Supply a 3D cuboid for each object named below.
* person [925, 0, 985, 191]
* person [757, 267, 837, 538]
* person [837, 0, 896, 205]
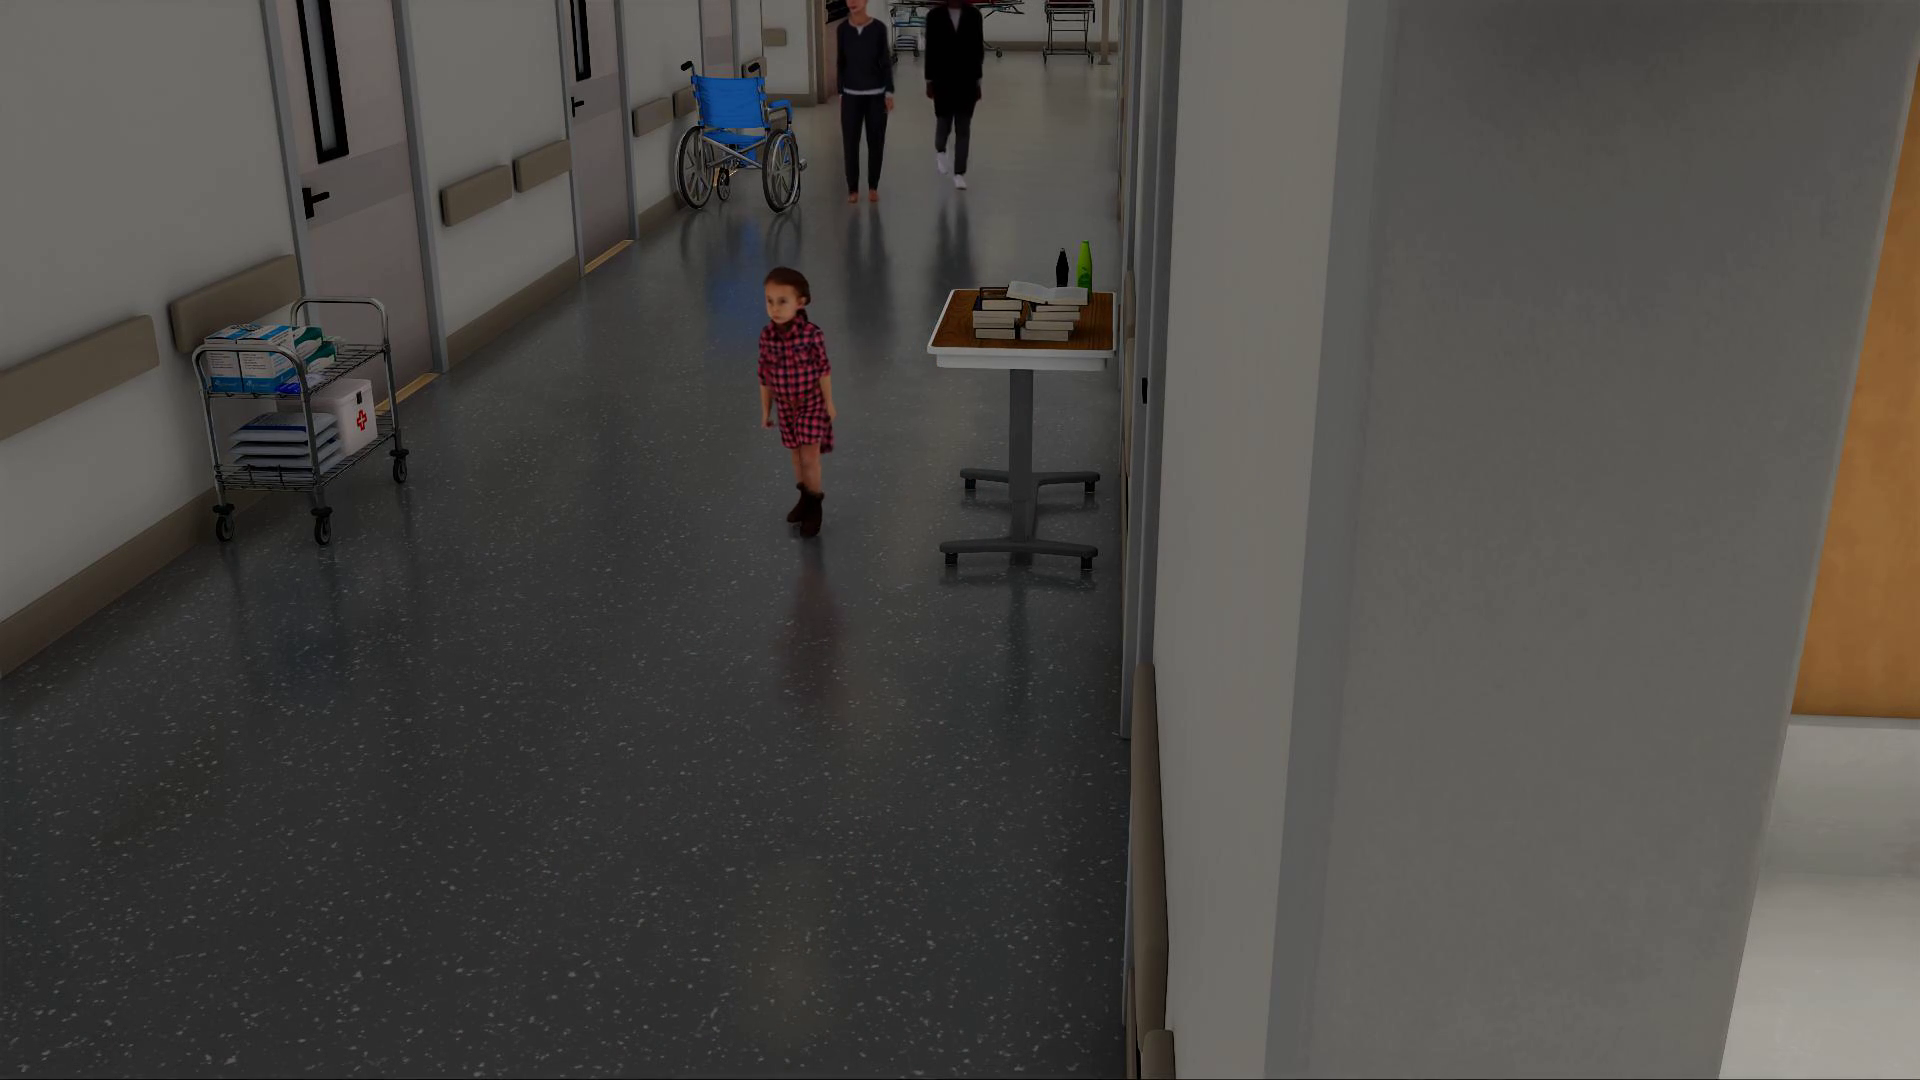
[{"bbox_3d":[-0.045,-3.843,13.965,0.739,1.745,1.017,-1,21,-2],"label":"person"},{"bbox_3d":[-0.585,-0.531,6.272,0.471,1.002,0.571,5,21,14],"label":"person"},{"bbox_3d":[-0.753,-3.573,13.317,0.657,1.700,0.904,0,21,0],"label":"person"}]
